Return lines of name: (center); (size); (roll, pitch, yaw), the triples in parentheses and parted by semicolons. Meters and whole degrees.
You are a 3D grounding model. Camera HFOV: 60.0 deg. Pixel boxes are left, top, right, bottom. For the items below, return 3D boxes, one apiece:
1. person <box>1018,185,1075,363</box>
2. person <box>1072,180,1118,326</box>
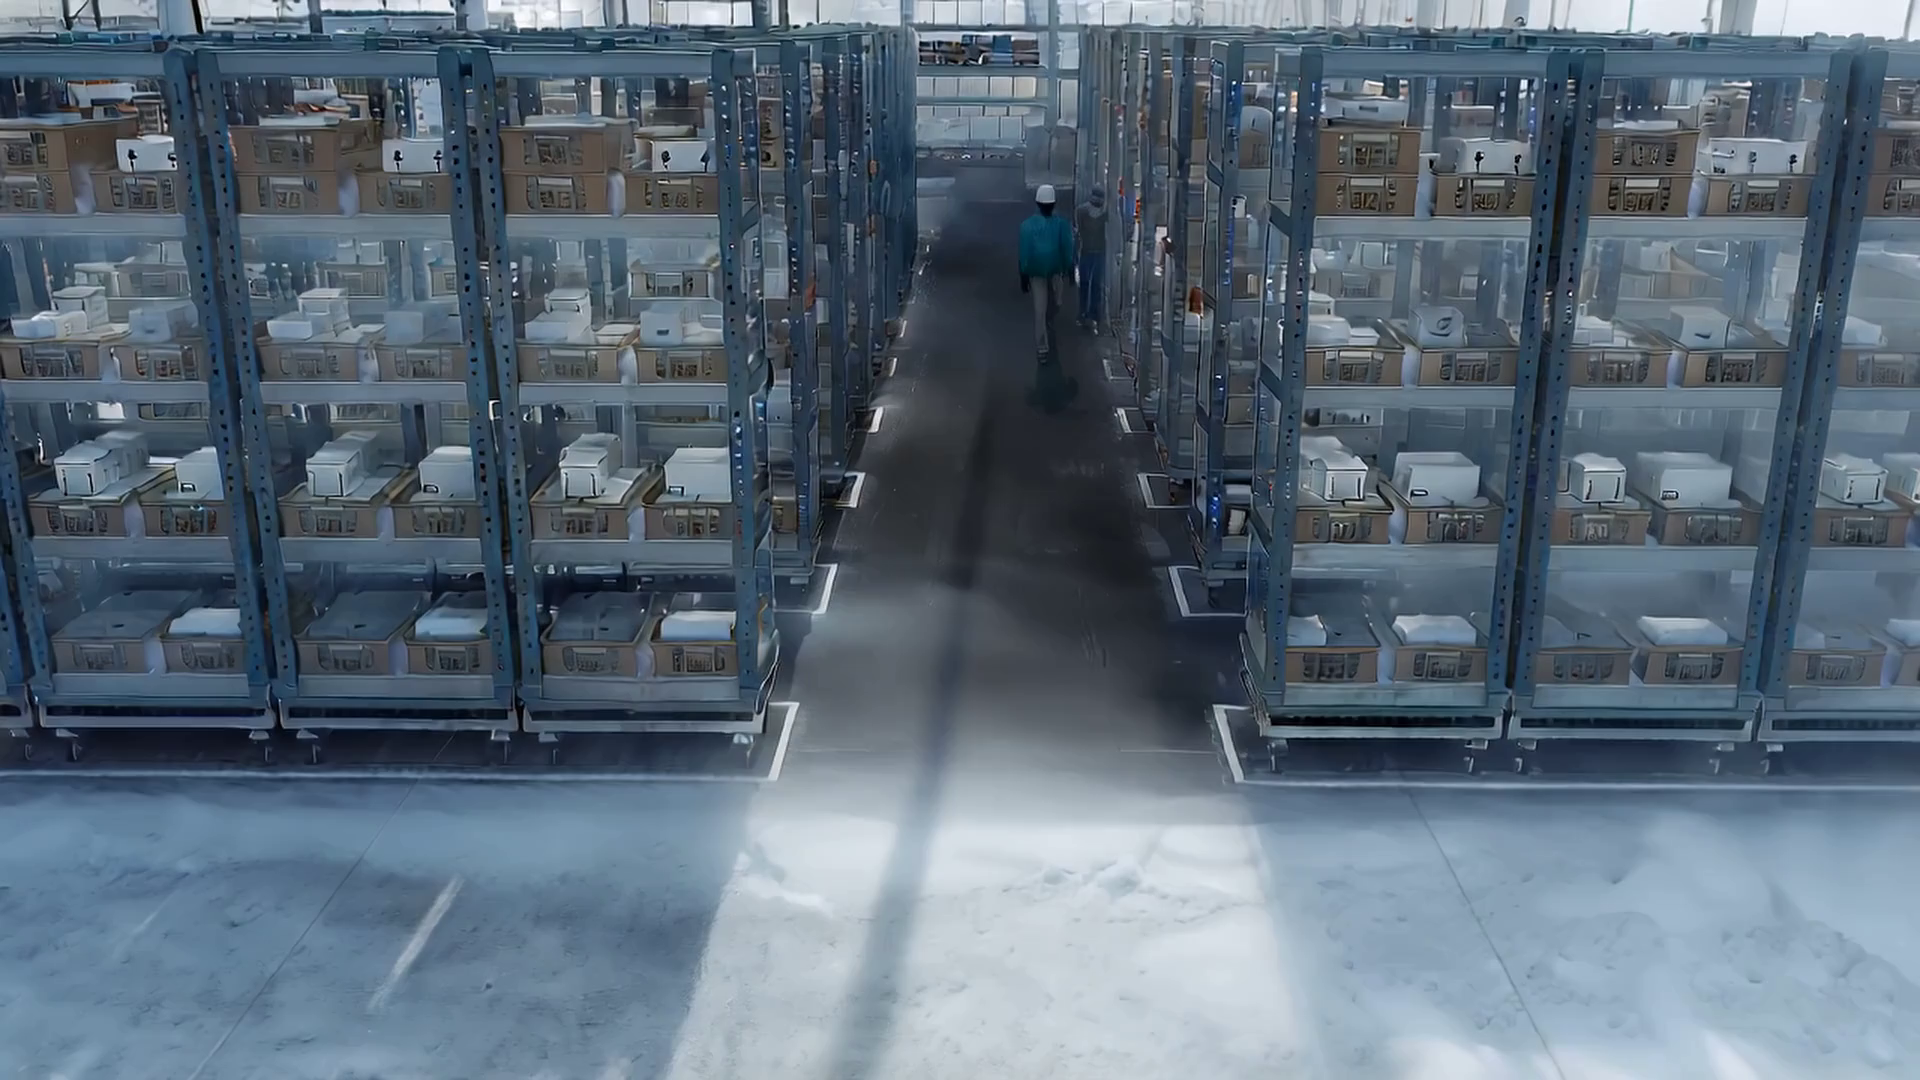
person: (0.971, -3.057, 18.912); (0.612, 1.957, 0.974); (-3, 18, -9)
person: (1.709, -3.642, 20.990); (0.586, 1.820, 0.612); (2, 18, 6)
